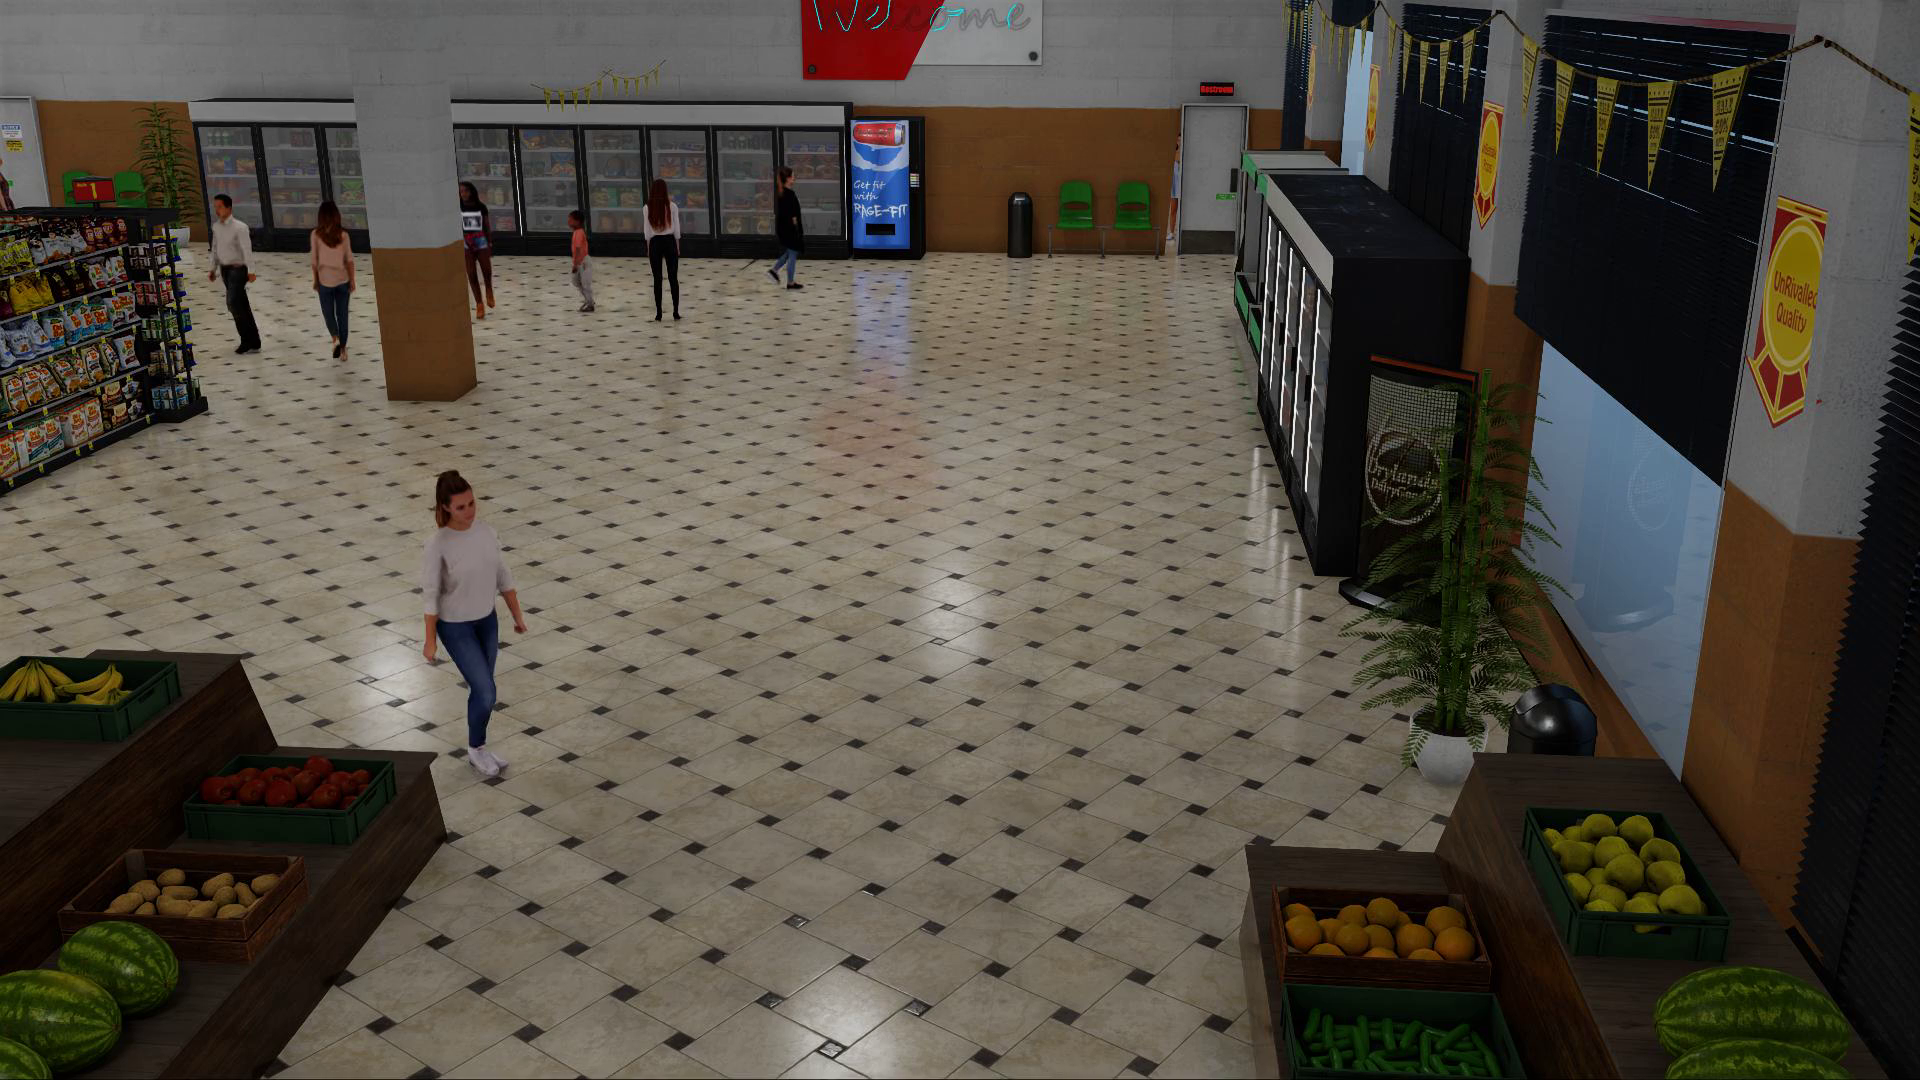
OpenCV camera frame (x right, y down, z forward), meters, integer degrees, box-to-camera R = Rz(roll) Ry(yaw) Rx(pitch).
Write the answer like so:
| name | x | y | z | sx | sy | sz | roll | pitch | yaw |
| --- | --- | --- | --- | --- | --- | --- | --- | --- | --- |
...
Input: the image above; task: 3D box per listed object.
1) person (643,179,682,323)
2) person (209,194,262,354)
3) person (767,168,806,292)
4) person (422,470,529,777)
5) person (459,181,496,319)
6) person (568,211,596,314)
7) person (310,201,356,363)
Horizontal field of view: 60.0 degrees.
| name | x | y | z | sx | sy | sz | roll | pitch | yaw |
| --- | --- | --- | --- | --- | --- | --- | --- | --- | --- |
| person | -3.703 | -3.613 | 20.753 | 0.646 | 1.760 | 0.602 | -4 | 19 | -12 |
| person | -8.226 | -3.061 | 19.059 | 0.810 | 1.795 | 0.836 | 12 | 22 | 31 |
| person | -2.407 | -4.216 | 22.674 | 0.851 | 1.674 | 0.826 | -7 | 20 | -20 |
| person | -2.645 | 0.458 | 8.753 | 0.902 | 1.712 | 0.782 | 10 | 21 | 28 |
| person | -6.135 | -3.657 | 20.967 | 0.745 | 1.707 | 0.866 | -6 | 20 | -17 |
| person | -4.775 | -3.560 | 21.314 | 0.604 | 1.301 | 0.515 | -4 | 19 | -13 |
| person | -6.937 | -2.842 | 18.424 | 0.777 | 1.786 | 0.874 | -6 | 20 | -18 |
